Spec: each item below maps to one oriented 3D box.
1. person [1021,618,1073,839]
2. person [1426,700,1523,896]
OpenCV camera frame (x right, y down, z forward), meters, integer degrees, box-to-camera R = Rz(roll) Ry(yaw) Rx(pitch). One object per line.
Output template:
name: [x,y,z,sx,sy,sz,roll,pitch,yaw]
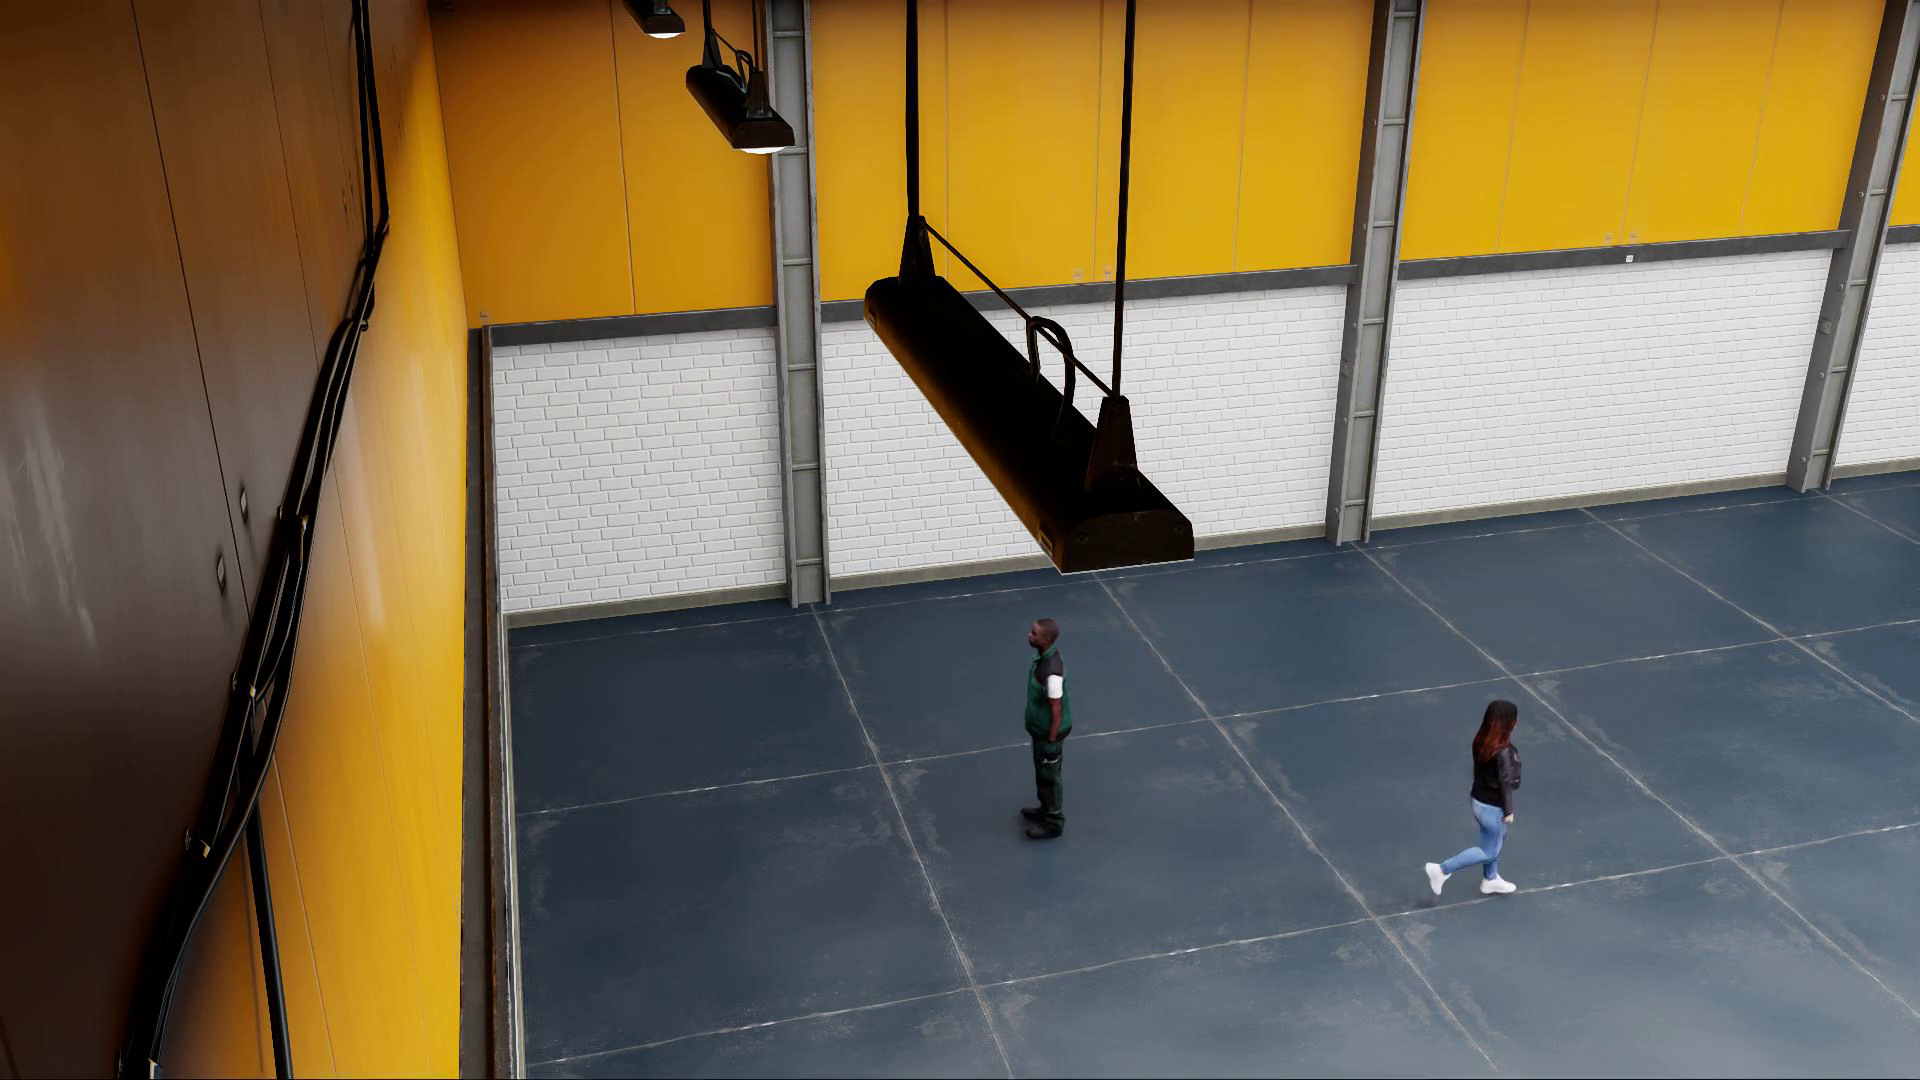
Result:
person: [0.672,1.428,12.721,0.654,1.838,0.730,-2,24,-3]
person: [3.741,1.901,11.922,1.028,1.611,0.812,0,24,0]
